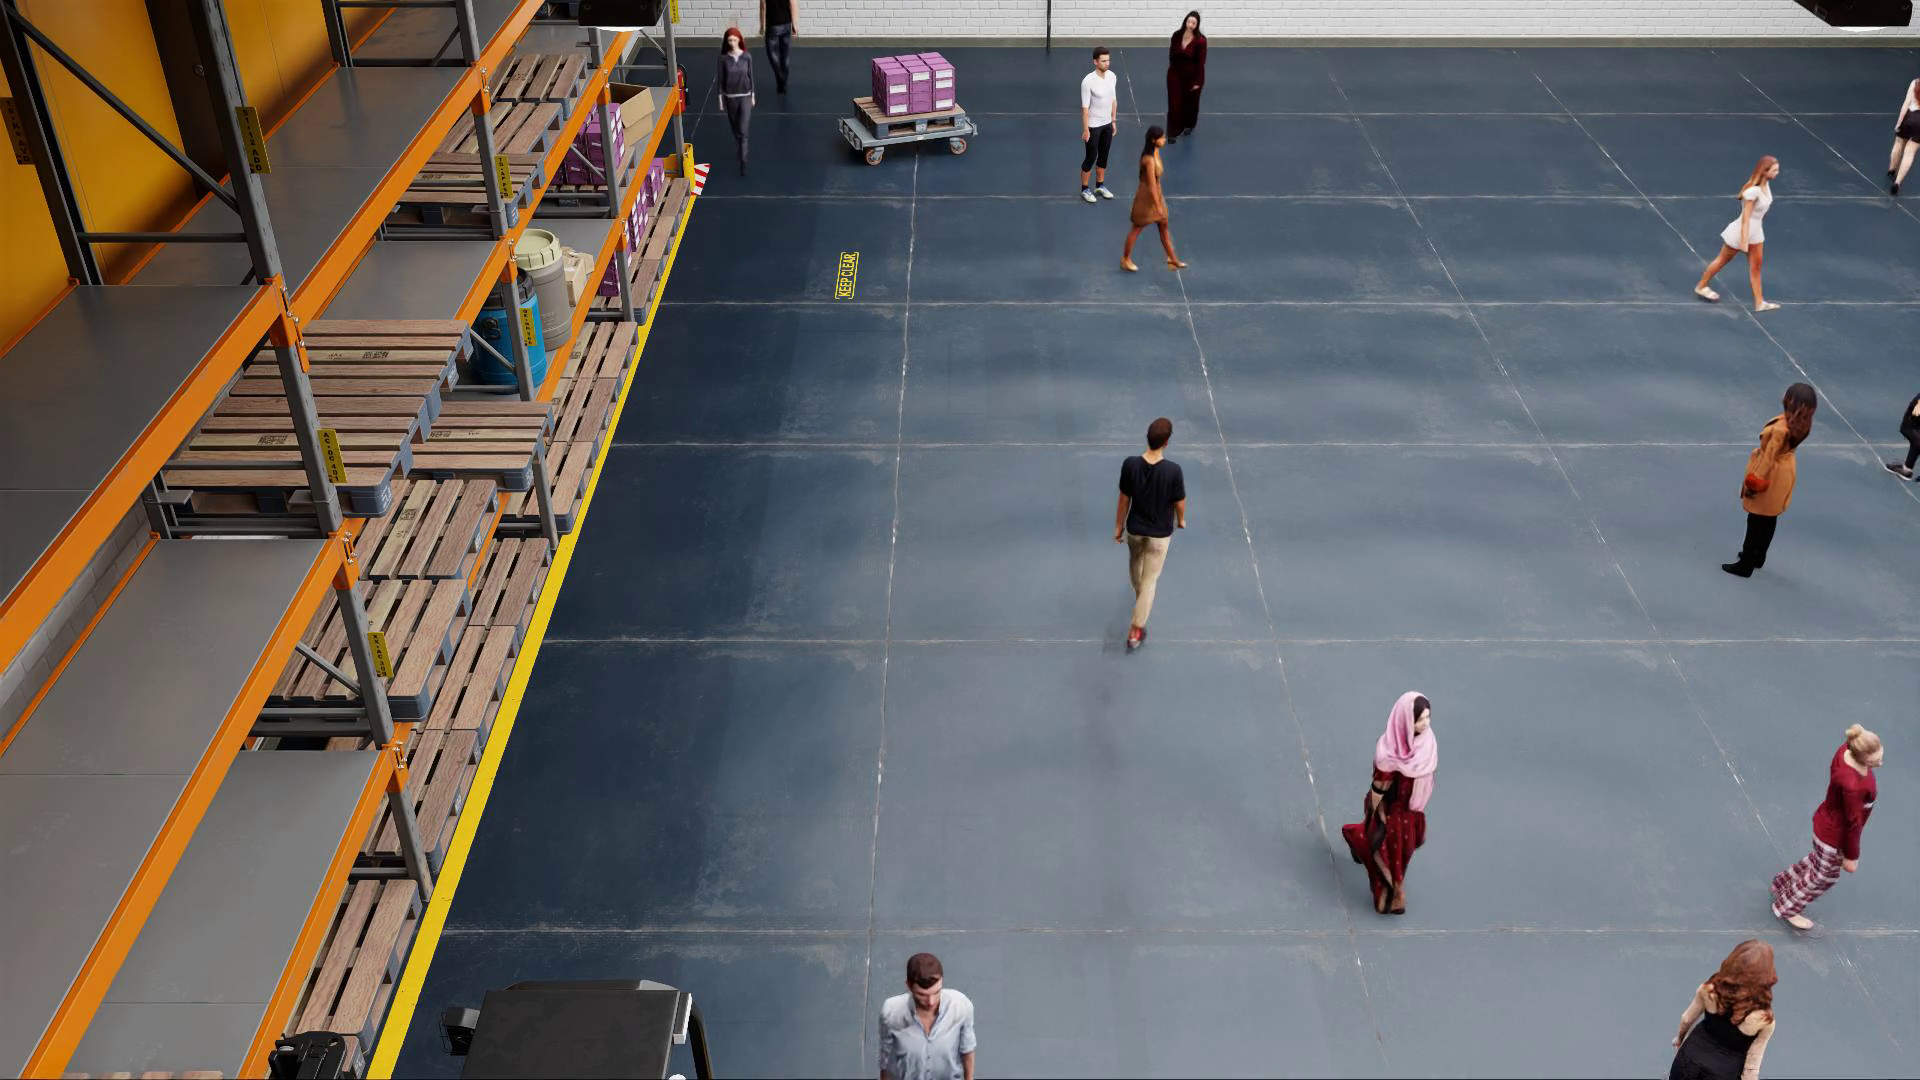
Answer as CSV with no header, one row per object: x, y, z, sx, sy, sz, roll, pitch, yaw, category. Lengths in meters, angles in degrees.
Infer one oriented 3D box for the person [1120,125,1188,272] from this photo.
1.962,-3.673,18.072,0.854,1.656,0.979,13,36,18,person

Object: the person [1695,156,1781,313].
8.125,-3.212,17.391,1.053,1.642,1.165,-25,41,-33,person

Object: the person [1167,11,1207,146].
2.936,-5.999,21.531,0.938,1.702,1.133,19,38,26,person

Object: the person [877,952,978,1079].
-0.184,2.675,8.358,0.670,1.838,0.728,-3,34,-5,person

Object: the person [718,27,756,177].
-2.777,-5.506,20.758,0.661,1.737,1.183,-2,34,-4,person

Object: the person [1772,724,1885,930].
5.234,1.716,9.956,0.845,1.666,0.672,5,34,8,person

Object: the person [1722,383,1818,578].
6.449,-0.482,13.215,0.775,1.719,0.811,-24,41,-32,person

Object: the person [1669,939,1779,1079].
3.723,2.768,8.364,1.093,1.678,1.224,24,41,32,person

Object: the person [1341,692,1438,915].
2.627,1.560,10.228,0.872,1.626,0.966,-20,39,-27,person

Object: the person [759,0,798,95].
-2.506,-7.087,23.000,0.822,1.888,1.004,-8,34,-11,person

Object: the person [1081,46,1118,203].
1.647,-4.978,19.863,0.741,1.848,0.774,-23,40,-31,person

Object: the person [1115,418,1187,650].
1.392,-0.005,12.416,0.908,1.811,1.191,12,36,18,person

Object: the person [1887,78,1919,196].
11.496,-4.951,20.028,0.845,1.621,1.037,15,36,21,person
